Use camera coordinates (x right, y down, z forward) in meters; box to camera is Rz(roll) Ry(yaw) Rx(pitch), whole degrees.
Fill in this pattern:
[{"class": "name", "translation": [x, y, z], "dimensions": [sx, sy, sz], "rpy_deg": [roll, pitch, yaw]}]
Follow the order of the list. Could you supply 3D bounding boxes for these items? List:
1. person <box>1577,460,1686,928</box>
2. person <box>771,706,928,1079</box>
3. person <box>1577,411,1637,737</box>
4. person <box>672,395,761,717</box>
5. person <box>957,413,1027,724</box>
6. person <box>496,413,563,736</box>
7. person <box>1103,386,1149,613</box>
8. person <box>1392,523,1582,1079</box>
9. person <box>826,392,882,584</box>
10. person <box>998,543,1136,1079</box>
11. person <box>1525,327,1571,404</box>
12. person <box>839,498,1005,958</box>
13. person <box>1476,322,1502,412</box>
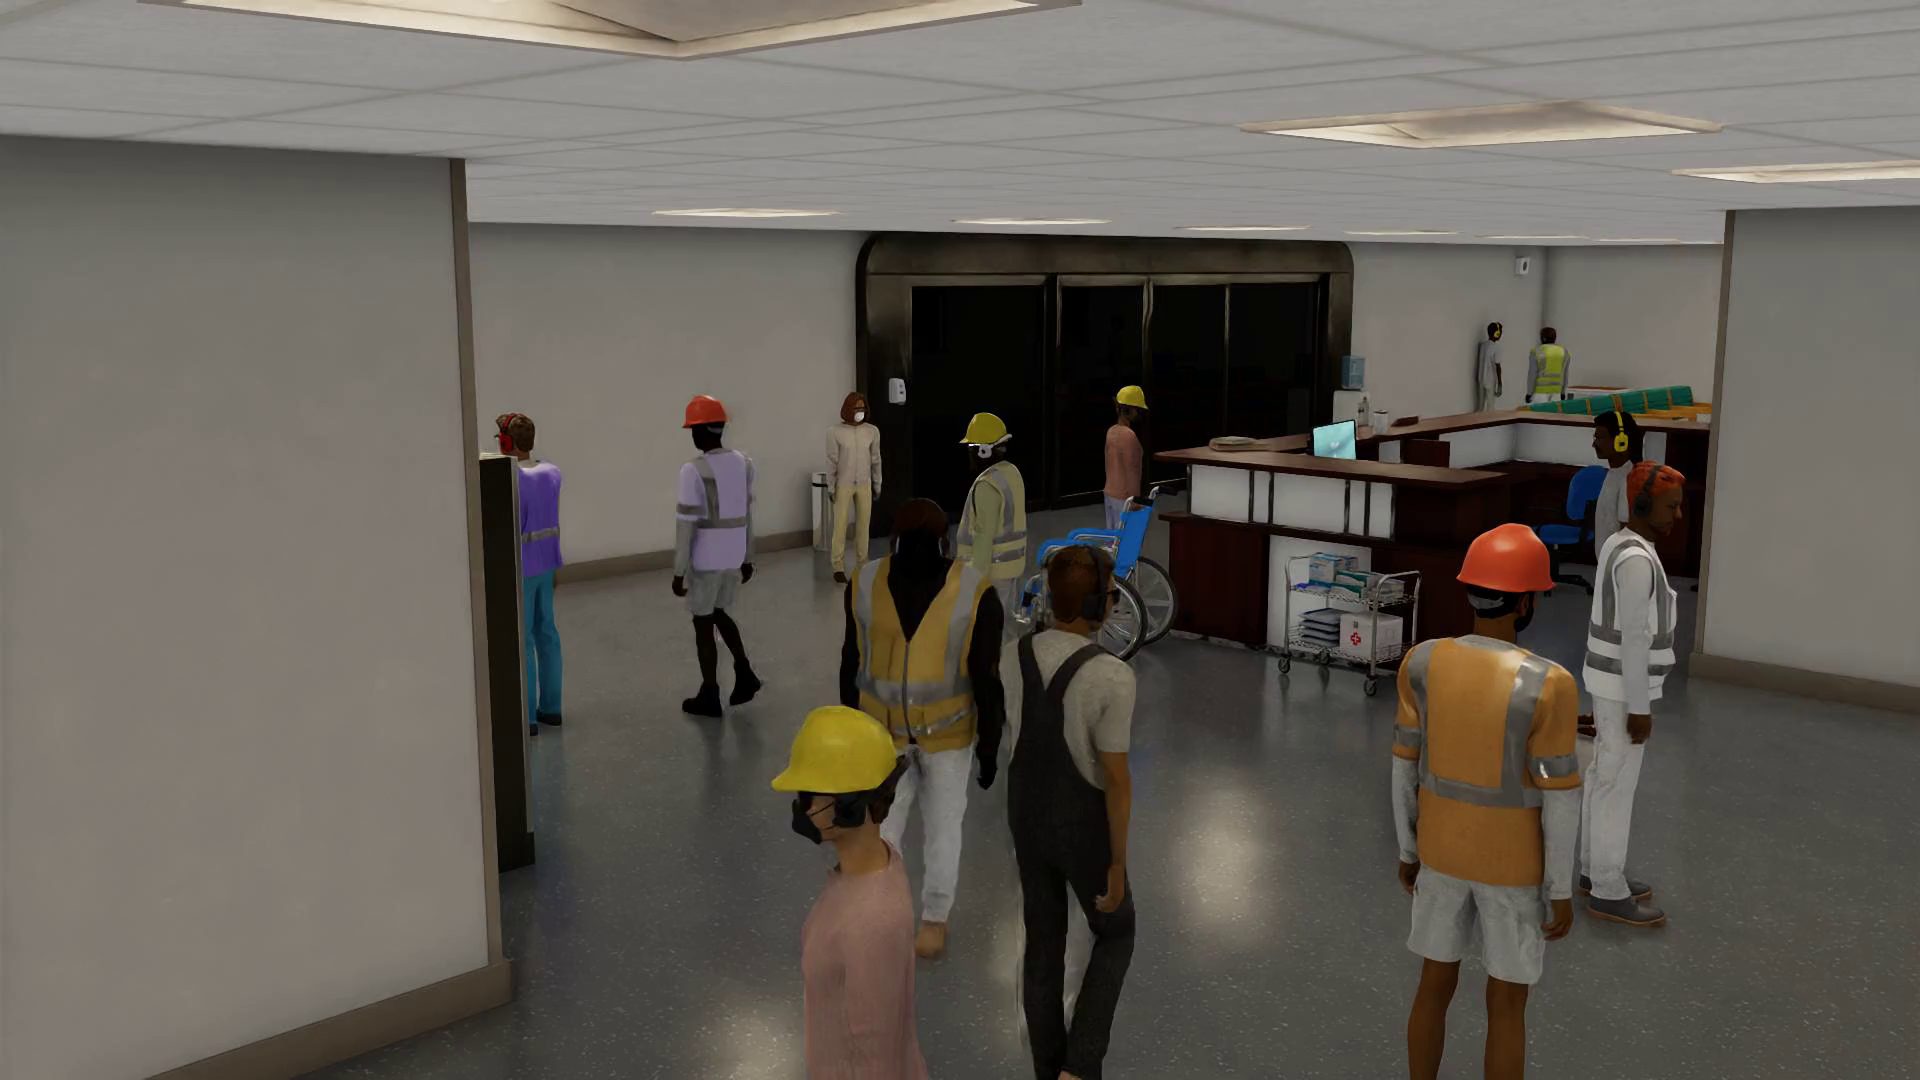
[{"class": "person", "translation": [2.744, 0.614, 6.818], "dimensions": [0.362, 1.886, 0.575], "rpy_deg": [3, 10, 16]}, {"class": "person", "translation": [-0.204, 1.216, 3.541], "dimensions": [0.370, 1.771, 0.533], "rpy_deg": [-1, 9, -6]}, {"class": "person", "translation": [3.718, 0.195, 9.473], "dimensions": [0.326, 1.862, 0.508], "rpy_deg": [2, 10, 13]}, {"class": "person", "translation": [-1.458, 0.103, 9.825], "dimensions": [0.417, 1.917, 0.574], "rpy_deg": [7, 11, 36]}, {"class": "person", "translation": [0.181, 0.166, 9.770], "dimensions": [0.403, 1.824, 0.595], "rpy_deg": [3, 10, 16]}, {"class": "person", "translation": [-2.474, 0.198, 9.491], "dimensions": [0.387, 1.846, 0.566], "rpy_deg": [4, 10, 24]}, {"class": "person", "translation": [1.286, -0.316, 12.912], "dimensions": [0.328, 1.761, 0.523], "rpy_deg": [-2, 10, -14]}, {"class": "person", "translation": [1.533, 0.911, 4.835], "dimensions": [0.552, 1.935, 0.369], "rpy_deg": [9, 13, 44]}, {"class": "person", "translation": [-0.897, -0.443, 14.113], "dimensions": [0.504, 1.627, 0.285], "rpy_deg": [-5, 10, -26]}, {"class": "person", "translation": [0.351, 0.912, 5.170], "dimensions": [0.499, 1.826, 0.423], "rpy_deg": [6, 11, 34]}, {"class": "person", "translation": [8.317, -2.102, 23.614], "dimensions": [0.633, 1.839, 0.429], "rpy_deg": [-2, 9, -12]}, {"class": "person", "translation": [-0.170, 0.753, 6.188], "dimensions": [0.656, 1.809, 0.815], "rpy_deg": [2, 9, 10]}, {"class": "person", "translation": [7.995, -2.357, 25.147], "dimensions": [0.331, 1.857, 0.520], "rpy_deg": [-4, 10, -25]}]
